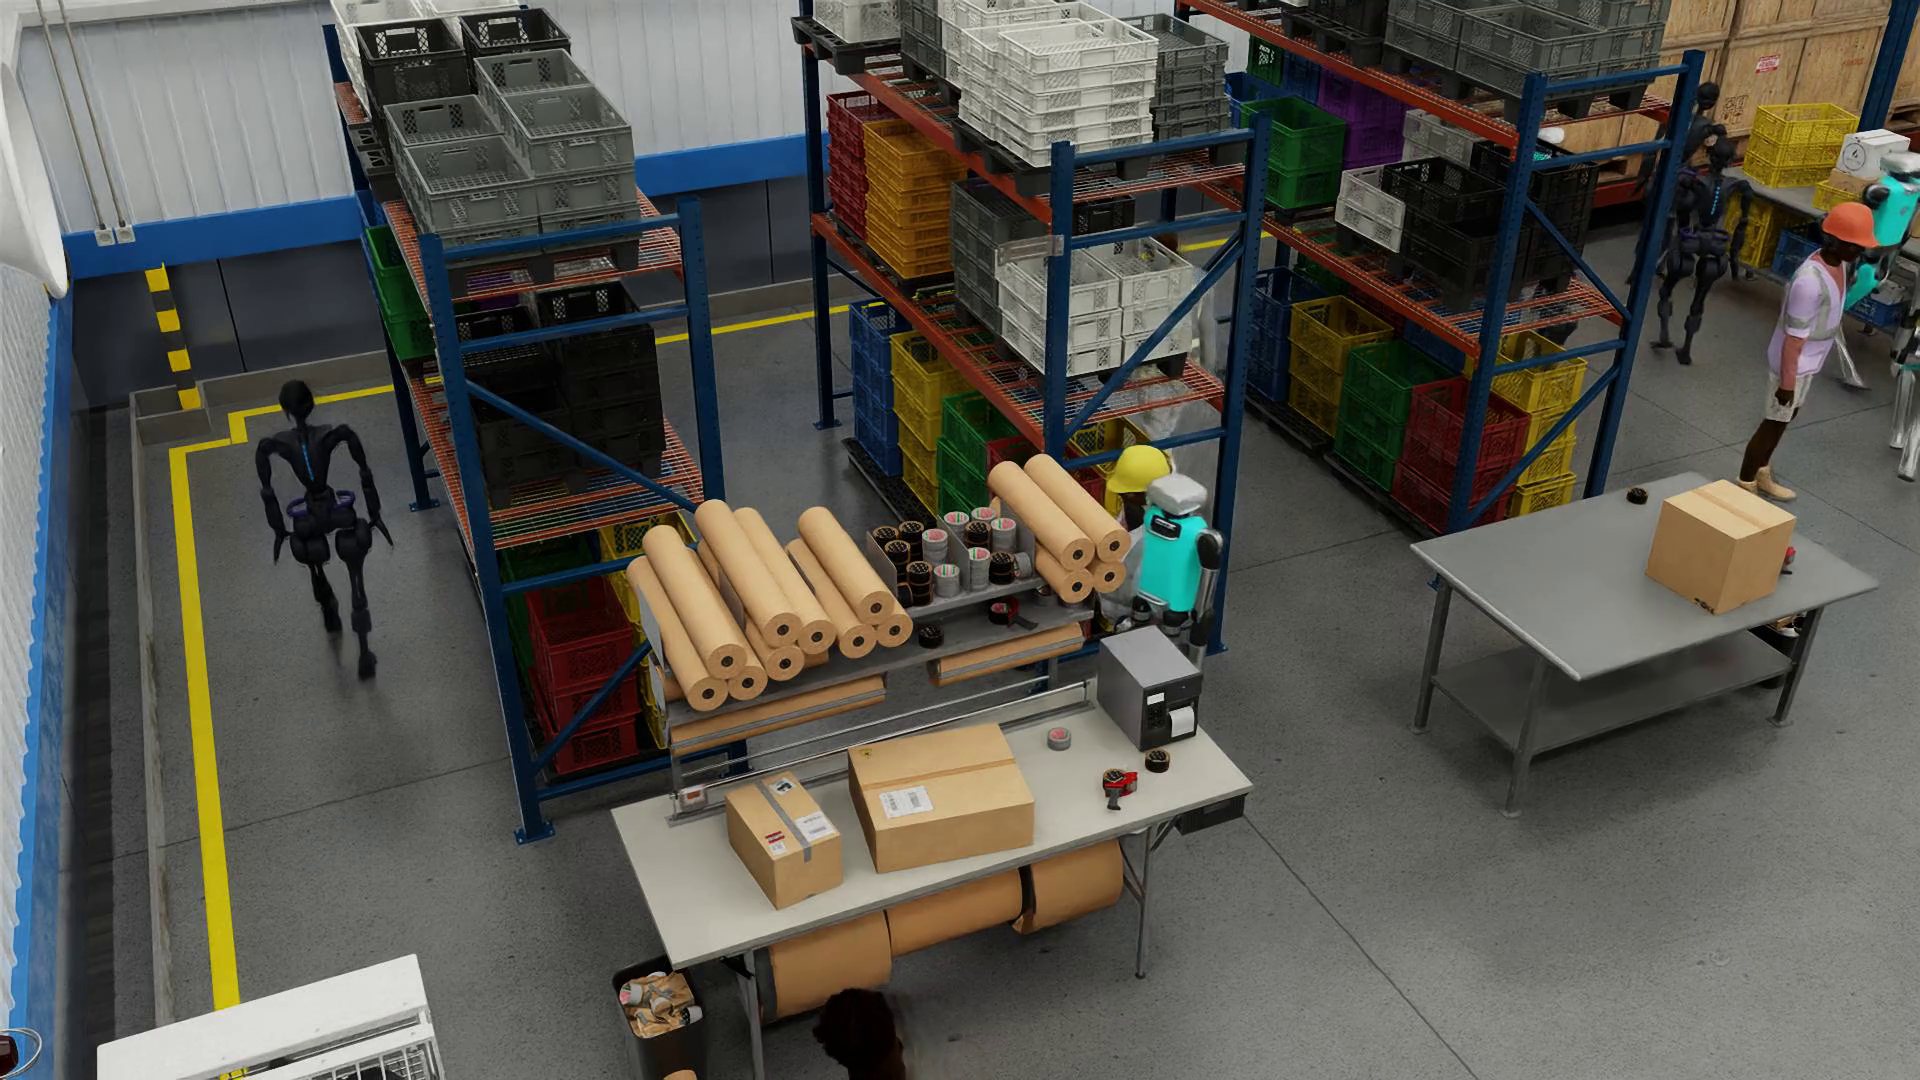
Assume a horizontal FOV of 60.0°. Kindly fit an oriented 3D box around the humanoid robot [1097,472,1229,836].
[{"bbox_3d":[0.762,0.601,7.579,0.852,1.737,0.561,-26,40,-36],"label":"humanoid robot"}]

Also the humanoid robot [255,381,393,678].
[{"bbox_3d":[-3.363,-0.112,8.833,0.601,1.627,0.751,-11,33,-17],"label":"humanoid robot"}]

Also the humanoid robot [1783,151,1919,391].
[{"bbox_3d":[6.238,-1.962,11.787,0.536,1.763,1.002,-11,33,-18],"label":"humanoid robot"}]

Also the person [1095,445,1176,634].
[{"bbox_3d":[0.839,0.348,7.922,0.403,1.824,0.585,-5,32,-8],"label":"person"}]

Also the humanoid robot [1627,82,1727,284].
[{"bbox_3d":[5.659,-2.810,13.195,0.615,1.639,0.382,24,39,33],"label":"humanoid robot"}]

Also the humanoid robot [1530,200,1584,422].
[{"bbox_3d":[4.050,-1.604,11.229,0.404,1.638,0.603,0,32,-1],"label":"humanoid robot"}]

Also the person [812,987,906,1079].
[{"bbox_3d":[-0.128,2.123,4.947,0.754,1.933,0.376,12,34,19],"label":"person"}]

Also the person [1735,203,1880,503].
[{"bbox_3d":[5.096,-1.072,10.040,0.416,2.032,0.608,23,38,32],"label":"person"}]

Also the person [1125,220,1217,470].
[{"bbox_3d":[1.237,-1.099,10.325,0.635,1.768,0.969,-4,32,-7],"label":"person"}]

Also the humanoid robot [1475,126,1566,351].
[{"bbox_3d":[3.903,-2.190,12.078,0.543,1.751,0.684,-27,41,-37],"label":"humanoid robot"}]

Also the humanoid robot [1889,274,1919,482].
[{"bbox_3d":[6.213,-1.213,10.548,0.555,1.727,1.051,16,35,24],"label":"humanoid robot"}]

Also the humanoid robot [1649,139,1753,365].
[{"bbox_3d":[5.332,-2.085,12.007,0.614,1.647,0.362,6,32,9],"label":"humanoid robot"}]

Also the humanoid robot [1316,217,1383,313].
[{"bbox_3d":[3.043,-2.326,12.454,0.589,1.621,0.833,-26,40,-36],"label":"humanoid robot"}]
